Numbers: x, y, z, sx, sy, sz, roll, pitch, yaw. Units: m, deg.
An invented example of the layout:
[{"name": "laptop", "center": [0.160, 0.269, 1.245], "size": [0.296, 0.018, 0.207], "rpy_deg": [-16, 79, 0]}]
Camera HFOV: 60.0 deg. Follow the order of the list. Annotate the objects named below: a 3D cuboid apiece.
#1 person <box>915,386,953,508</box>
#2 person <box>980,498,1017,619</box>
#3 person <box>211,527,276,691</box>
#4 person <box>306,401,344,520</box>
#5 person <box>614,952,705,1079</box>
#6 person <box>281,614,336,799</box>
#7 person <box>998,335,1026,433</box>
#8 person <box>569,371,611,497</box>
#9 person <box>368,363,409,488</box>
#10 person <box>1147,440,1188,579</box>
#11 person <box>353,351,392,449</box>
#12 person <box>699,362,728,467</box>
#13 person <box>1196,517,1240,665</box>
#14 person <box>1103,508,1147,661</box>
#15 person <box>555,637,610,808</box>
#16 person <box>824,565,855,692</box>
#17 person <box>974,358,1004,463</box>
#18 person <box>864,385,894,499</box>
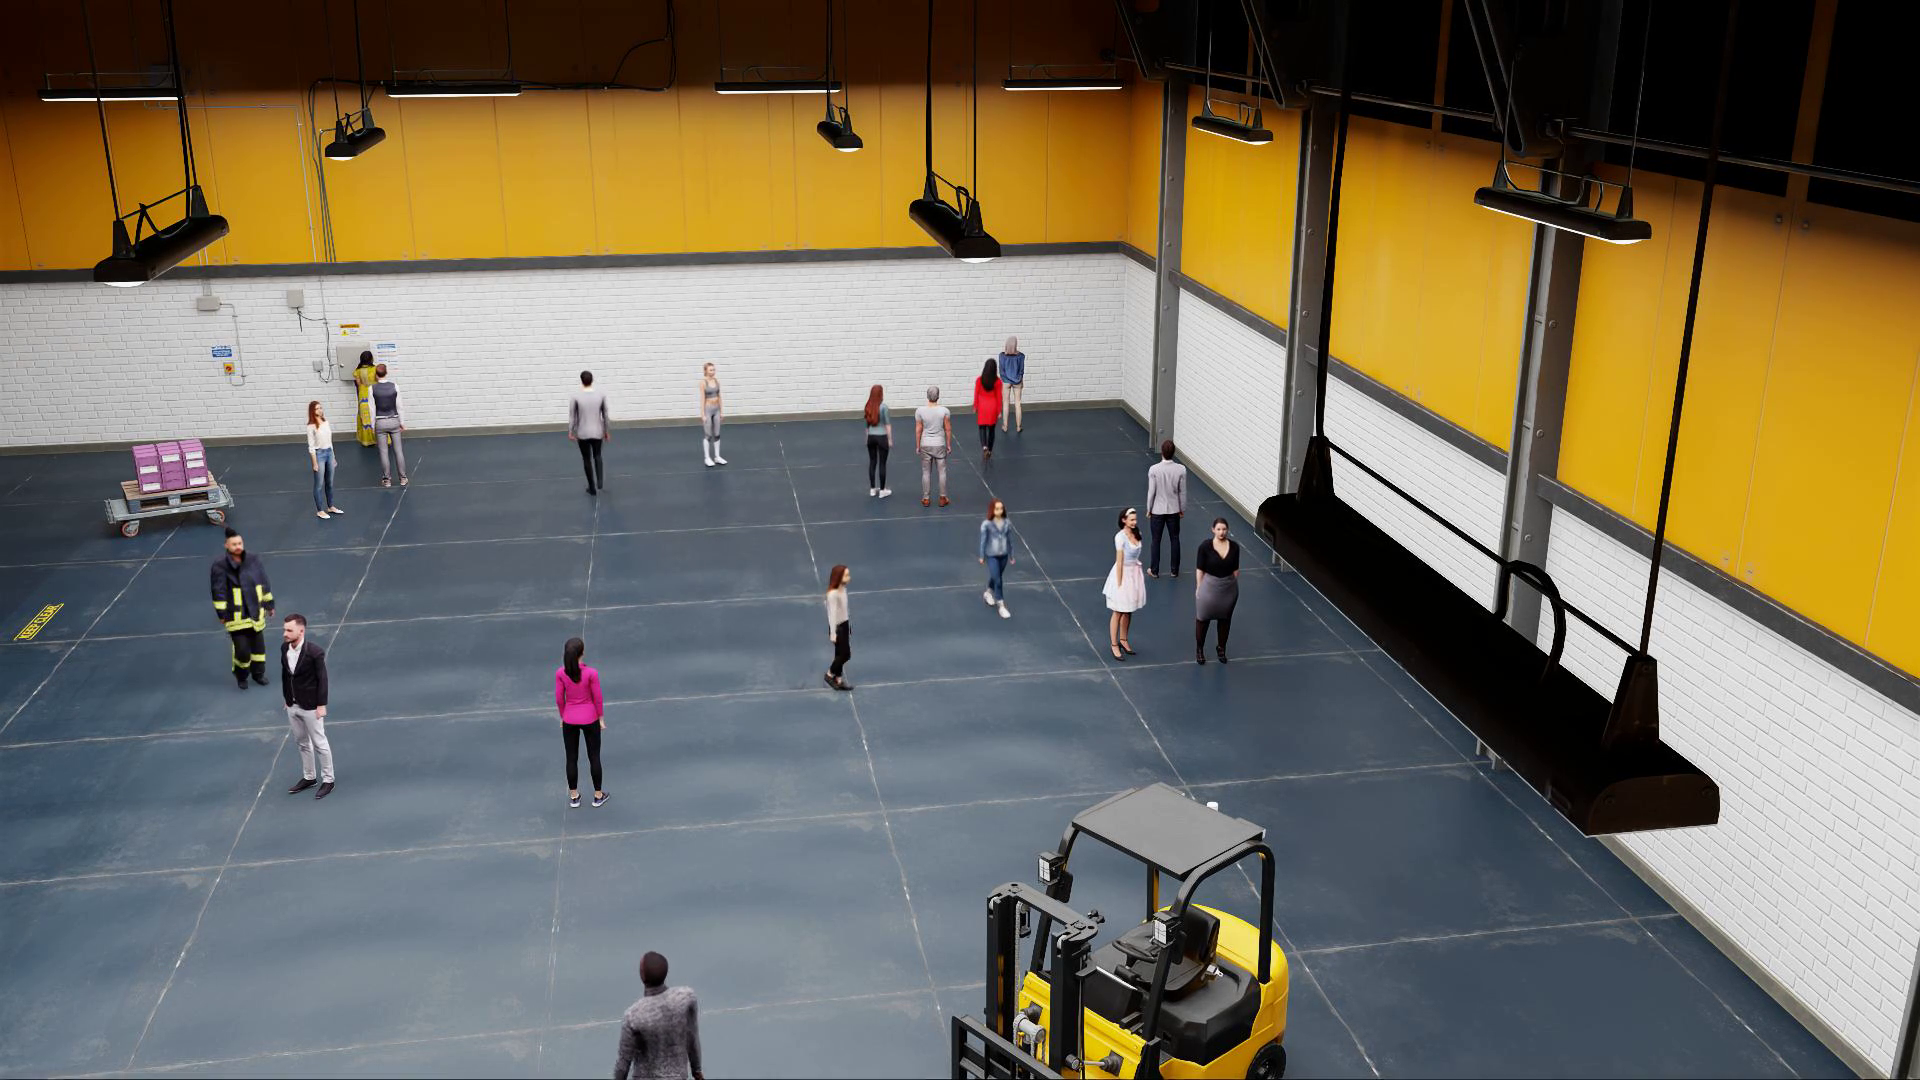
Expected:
[{"name": "person", "center": [-0.396, -1.405, 24.877], "size": [0.740, 1.832, 0.641], "rpy_deg": [1, 19, 3]}, {"name": "person", "center": [0.433, 0.187, 20.750], "size": [0.760, 1.448, 1.042], "rpy_deg": [-9, 20, -24]}, {"name": "person", "center": [-7.997, 0.726, 18.516], "size": [0.943, 1.854, 0.903], "rpy_deg": [16, 24, 39]}, {"name": "person", "center": [-9.376, -1.199, 24.427], "size": [0.714, 1.728, 0.624], "rpy_deg": [9, 21, 25]}, {"name": "person", "center": [-1.833, 3.469, 10.467], "size": [1.106, 1.792, 1.269], "rpy_deg": [-17, 25, -41]}, {"name": "person", "center": [-6.298, 1.569, 16.028], "size": [0.742, 1.844, 0.748], "rpy_deg": [7, 20, 21]}, {"name": "person", "center": [0.901, -2.737, 29.045], "size": [0.647, 1.697, 0.610], "rpy_deg": [0, 19, -1]}, {"name": "person", "center": [-5.623, -1.609, 25.368], "size": [0.852, 1.905, 0.843], "rpy_deg": [-10, 21, -27]}, {"name": "person", "center": [-8.923, -1.808, 25.907], "size": [0.712, 1.938, 0.633], "rpy_deg": [-8, 20, -21]}, {"name": "person", "center": [2.708, -0.410, 21.891], "size": [0.693, 1.852, 0.581], "rpy_deg": [-2, 19, -5]}, {"name": "person", "center": [-9.916, -2.382, 28.048], "size": [0.933, 1.660, 0.881], "rpy_deg": [2, 19, 5]}, {"name": "person", "center": [-4.050, -2.058, 27.019], "size": [0.650, 1.703, 0.685], "rpy_deg": [-17, 25, -41]}, {"name": "person", "center": [2.945, 0.574, 19.114], "size": [0.668, 1.760, 0.622], "rpy_deg": [-2, 19, -6]}, {"name": "person", "center": [1.926, 0.494, 19.264], "size": [0.914, 1.816, 0.859], "rpy_deg": [15, 24, 38]}, {"name": "person", "center": [-3.608, 1.722, 15.802], "size": [0.630, 1.698, 0.618], "rpy_deg": [0, 19, 1]}, {"name": "person", "center": [-1.398, 0.974, 18.366], "size": [0.716, 1.480, 0.622], "rpy_deg": [5, 19, 14]}, {"name": "person", "center": [0.451, -2.064, 27.000], "size": [0.724, 1.727, 1.033], "rpy_deg": [0, 19, 1]}, {"name": "person", "center": [-1.253, -1.511, 25.331], "size": [0.691, 1.744, 0.739], "rpy_deg": [11, 21, 29]}]
